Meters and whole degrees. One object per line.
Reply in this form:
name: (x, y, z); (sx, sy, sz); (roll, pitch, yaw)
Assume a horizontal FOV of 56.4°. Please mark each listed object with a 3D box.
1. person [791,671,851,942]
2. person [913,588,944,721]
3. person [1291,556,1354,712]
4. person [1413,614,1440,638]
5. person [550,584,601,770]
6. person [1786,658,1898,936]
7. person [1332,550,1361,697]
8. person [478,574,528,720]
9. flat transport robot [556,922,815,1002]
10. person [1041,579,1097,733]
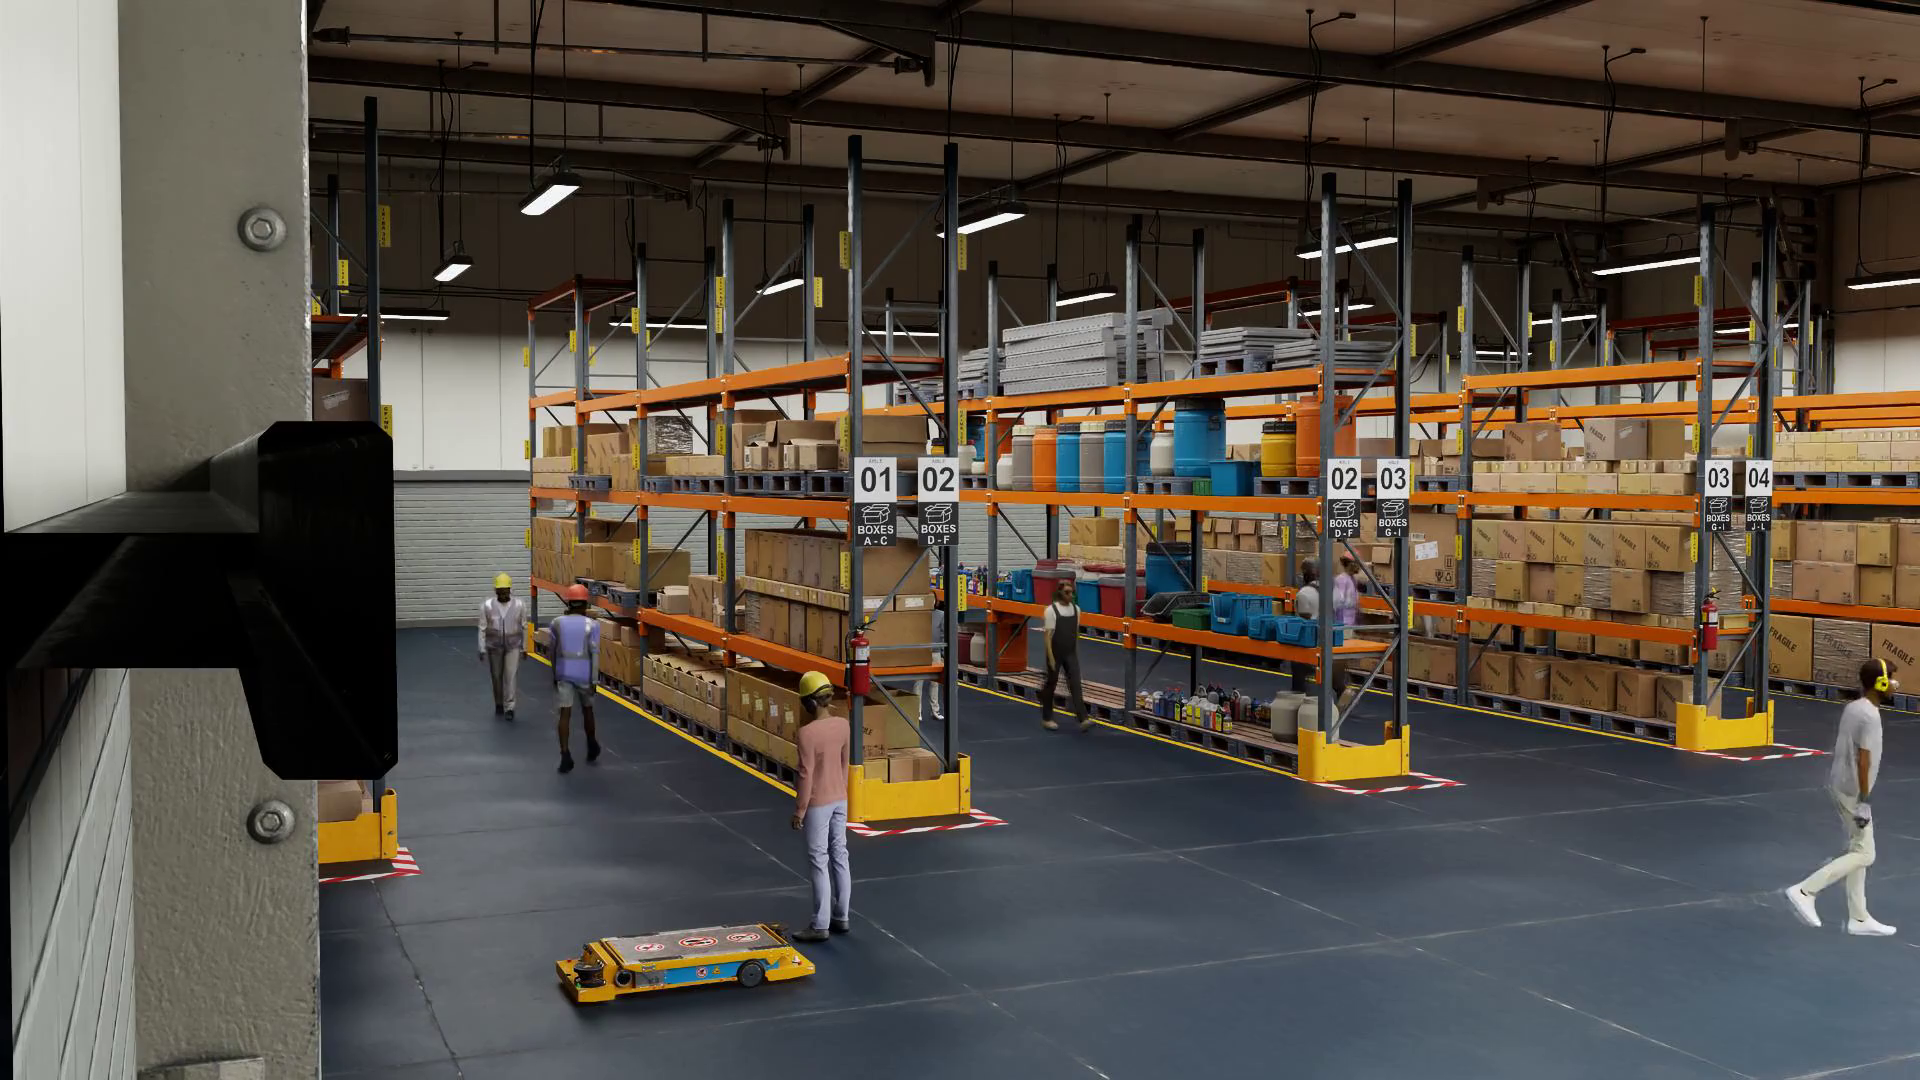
person: (-0.925, 1.741, 11.784); (0.328, 1.760, 0.524); (1, 3, 33)
person: (-0.389, 1.405, 22.091); (0.500, 1.636, 0.282); (-1, 2, -24)
person: (4.527, 1.204, 22.700); (0.686, 2.000, 0.890); (-2, 3, -38)
person: (7.600, 1.071, 28.704); (0.617, 1.787, 0.893); (0, 2, -11)
person: (-3.994, 1.409, 18.712); (0.557, 1.889, 0.961); (0, 2, 1)
person: (5.887, 1.698, 11.899); (0.629, 1.842, 0.544); (0, 2, 12)
person: (5.231, 1.143, 24.485); (0.456, 1.997, 0.658); (1, 3, 30)
person: (-5.720, 1.317, 22.426); (0.602, 1.799, 0.918); (-1, 2, -13)
flat transport robot: (-1.658, 2.531, 10.816); (1.431, 0.197, 0.652); (-1, 2, -23)
person: (1.249, 1.366, 21.058); (0.537, 1.788, 0.987); (-1, 2, -28)
